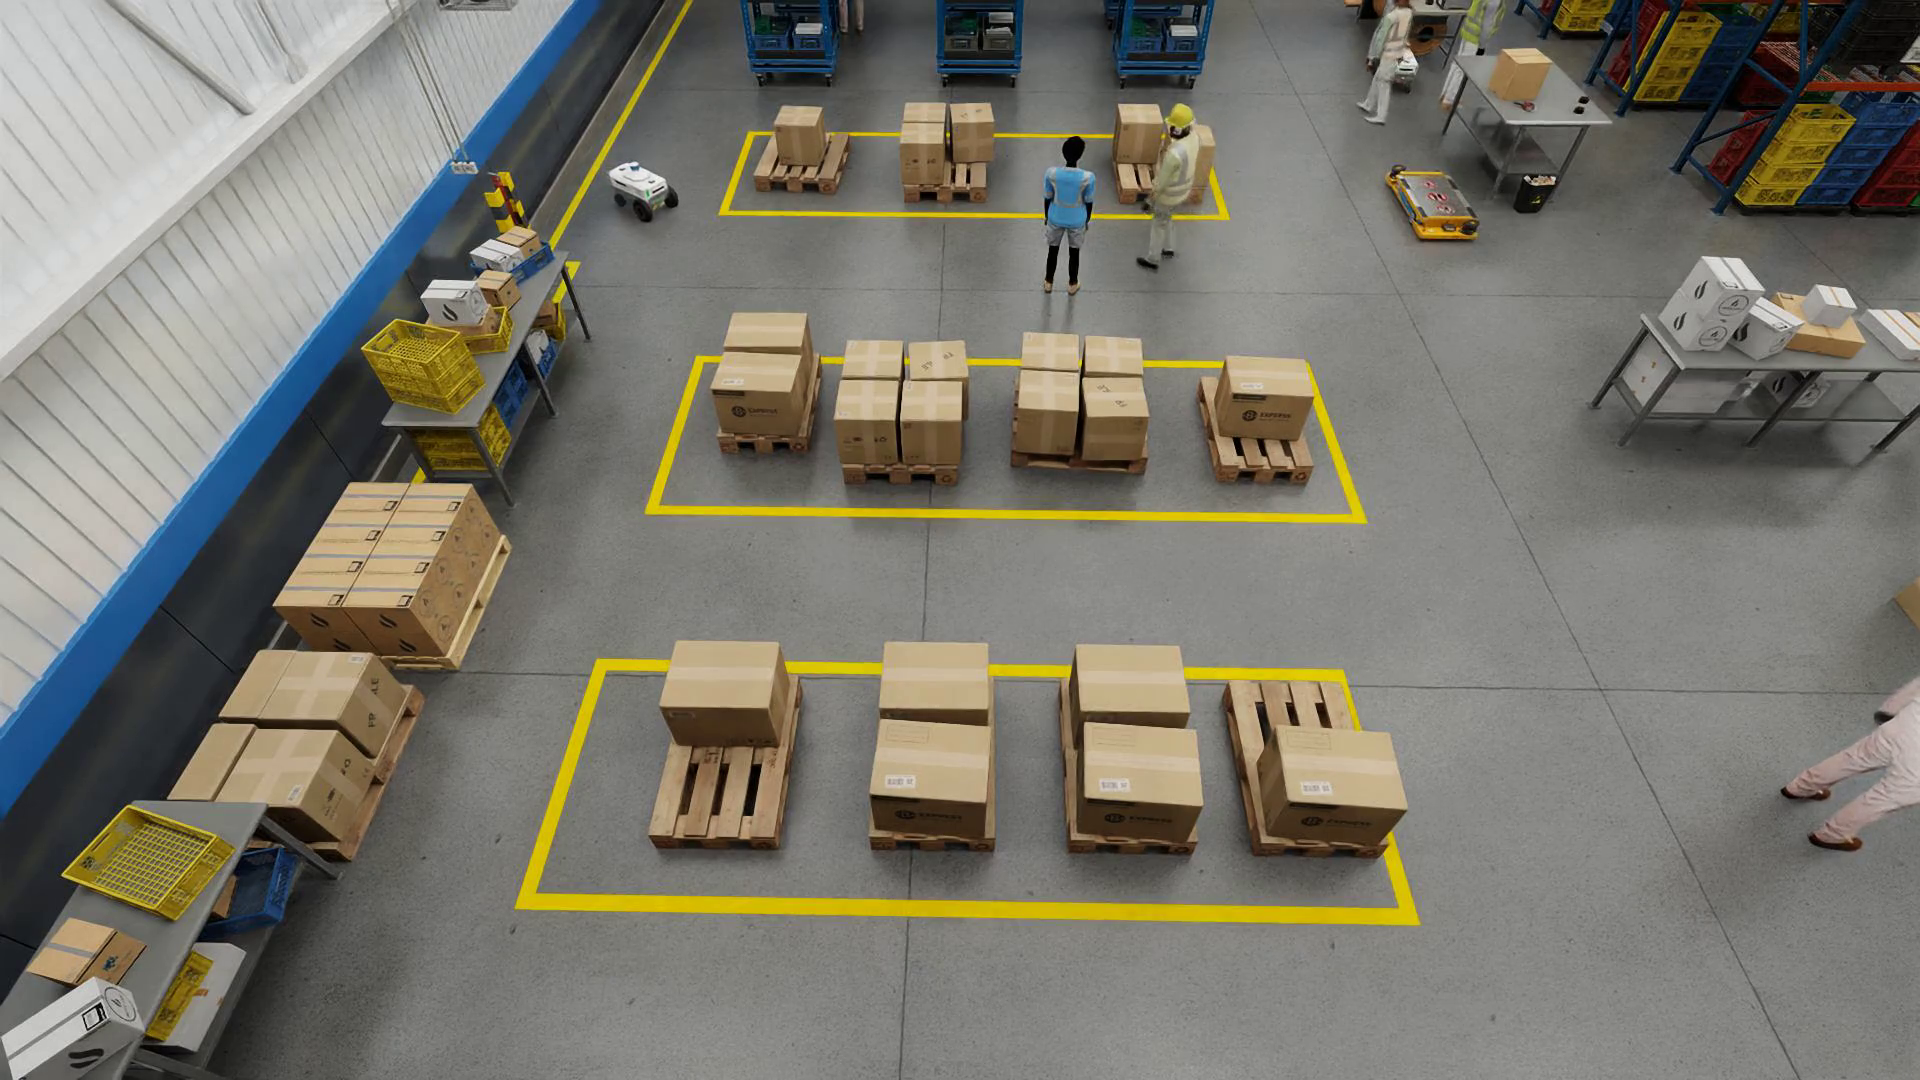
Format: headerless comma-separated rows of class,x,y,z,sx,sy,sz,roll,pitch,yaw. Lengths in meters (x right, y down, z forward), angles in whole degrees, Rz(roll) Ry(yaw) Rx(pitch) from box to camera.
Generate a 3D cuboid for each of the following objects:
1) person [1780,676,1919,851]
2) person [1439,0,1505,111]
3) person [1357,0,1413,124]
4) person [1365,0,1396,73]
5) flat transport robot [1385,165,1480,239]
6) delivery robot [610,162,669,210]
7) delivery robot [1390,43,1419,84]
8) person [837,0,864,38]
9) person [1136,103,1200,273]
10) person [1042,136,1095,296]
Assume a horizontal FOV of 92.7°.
person,5.714,1.217,5.397,0.400,1.900,0.651,2,49,2
person,6.971,-6.782,12.364,0.429,1.834,0.626,7,50,6
person,5.751,-6.452,12.237,0.523,1.613,0.626,-30,55,-23
person,6.290,-7.779,13.162,0.375,1.930,0.629,9,50,7
flat transport robot,5.692,-4.094,11.059,0.652,0.197,1.431,1,49,1
delivery robot,-3.839,-4.268,10.963,0.707,0.478,0.477,29,55,23
delivery robot,6.373,-6.919,13.258,0.477,0.478,0.707,4,49,4
person,-1.717,-8.793,14.007,0.624,1.980,0.411,-19,52,-16
person,2.208,-3.684,9.686,0.429,1.816,0.603,24,53,19
person,1.102,-3.306,9.440,0.536,1.697,0.318,10,50,8
